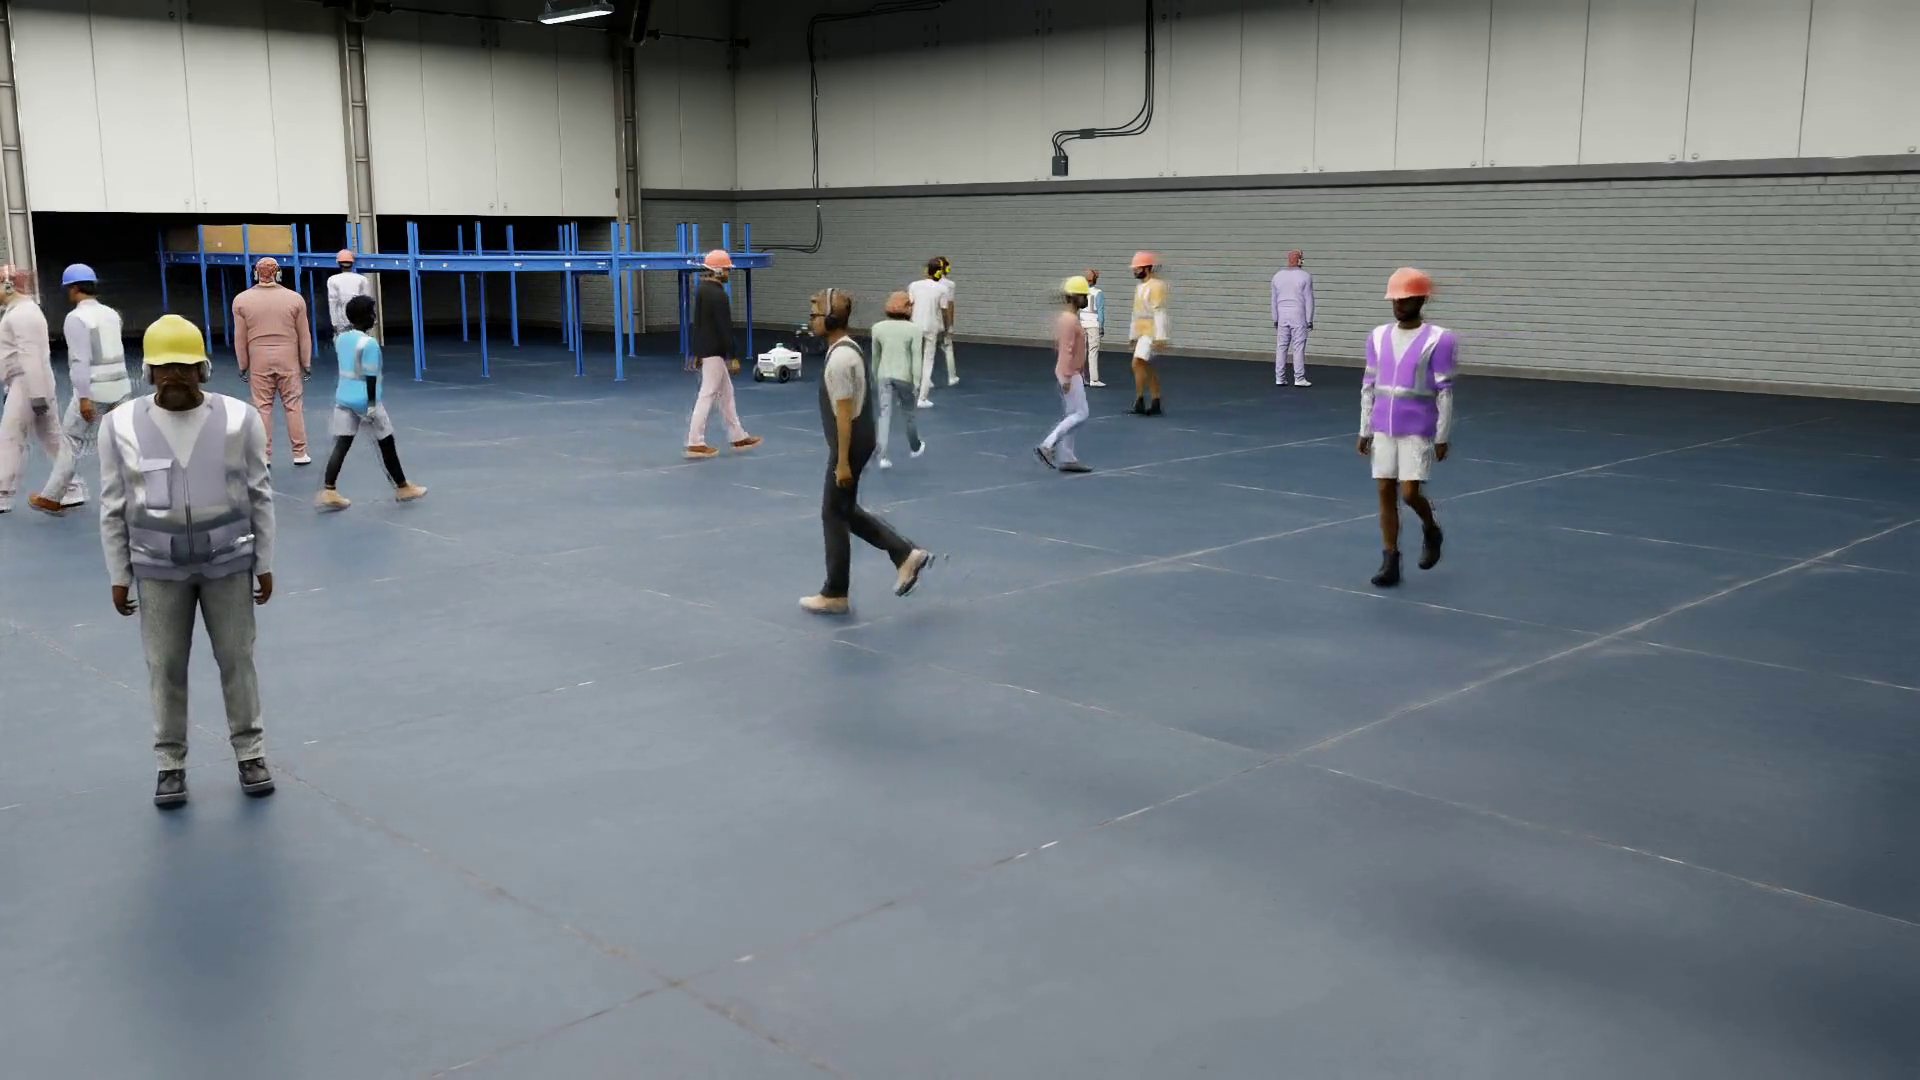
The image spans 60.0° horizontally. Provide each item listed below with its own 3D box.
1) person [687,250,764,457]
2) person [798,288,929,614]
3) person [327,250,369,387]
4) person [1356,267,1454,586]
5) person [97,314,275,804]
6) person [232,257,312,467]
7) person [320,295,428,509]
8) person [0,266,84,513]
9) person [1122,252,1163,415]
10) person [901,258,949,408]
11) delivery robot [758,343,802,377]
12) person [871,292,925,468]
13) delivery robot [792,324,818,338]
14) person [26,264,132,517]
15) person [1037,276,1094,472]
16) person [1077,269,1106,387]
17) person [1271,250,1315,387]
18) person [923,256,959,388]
[{"bbox_3d":[-2.250,-1.792,16.002,0.946,1.956,0.653,-5,12,-26],"label":"person"},{"bbox_3d":[-0.560,-0.495,9.314,0.652,1.826,0.517,0,10,1],"label":"person"},{"bbox_3d":[-8.425,-3.031,22.919,0.548,1.900,0.862,-5,12,-27],"label":"person"},{"bbox_3d":[2.721,-0.692,10.129,0.551,1.922,0.515,10,14,42],"label":"person"},{"bbox_3d":[-2.864,0.077,6.202,0.592,1.825,0.403,-5,11,-23],"label":"person"},{"bbox_3d":[-6.295,-1.629,15.276,0.651,1.907,0.409,-4,11,-20],"label":"person"},{"bbox_3d":[-4.660,-1.083,13.000,0.536,1.648,0.866,7,13,34],"label":"person"},{"bbox_3d":[-7.241,-1.140,12.696,0.913,1.866,0.671,-4,11,-23],"label":"person"},{"bbox_3d":[2.101,-2.419,19.557,0.705,1.909,0.586,-3,11,-17],"label":"person"},{"bbox_3d":[-0.443,-2.537,20.444,0.579,1.827,0.626,3,11,17],"label":"person"},{"bbox_3d":[-2.622,-2.621,24.238,0.477,0.478,0.707,6,12,30],"label":"delivery robot"},{"bbox_3d":[-0.565,-1.476,15.314,0.520,1.583,0.886,2,11,13],"label":"person"},{"bbox_3d":[-2.742,-3.706,29.441,0.335,0.223,0.698,-6,12,-29],"label":"delivery robot"},{"bbox_3d":[-6.564,-1.110,12.492,0.901,1.886,0.614,1,10,8],"label":"person"},{"bbox_3d":[0.978,-1.472,14.848,0.419,1.751,0.527,1,10,3],"label":"person"},{"bbox_3d":[1.821,-2.970,23.306,0.307,1.645,0.517,-9,14,-41],"label":"person"},{"bbox_3d":[4.690,-3.110,23.355,0.647,1.908,0.409,8,13,39],"label":"person"},{"bbox_3d":[-0.289,-3.052,23.303,0.516,1.824,1.012,4,11,20],"label":"person"}]
